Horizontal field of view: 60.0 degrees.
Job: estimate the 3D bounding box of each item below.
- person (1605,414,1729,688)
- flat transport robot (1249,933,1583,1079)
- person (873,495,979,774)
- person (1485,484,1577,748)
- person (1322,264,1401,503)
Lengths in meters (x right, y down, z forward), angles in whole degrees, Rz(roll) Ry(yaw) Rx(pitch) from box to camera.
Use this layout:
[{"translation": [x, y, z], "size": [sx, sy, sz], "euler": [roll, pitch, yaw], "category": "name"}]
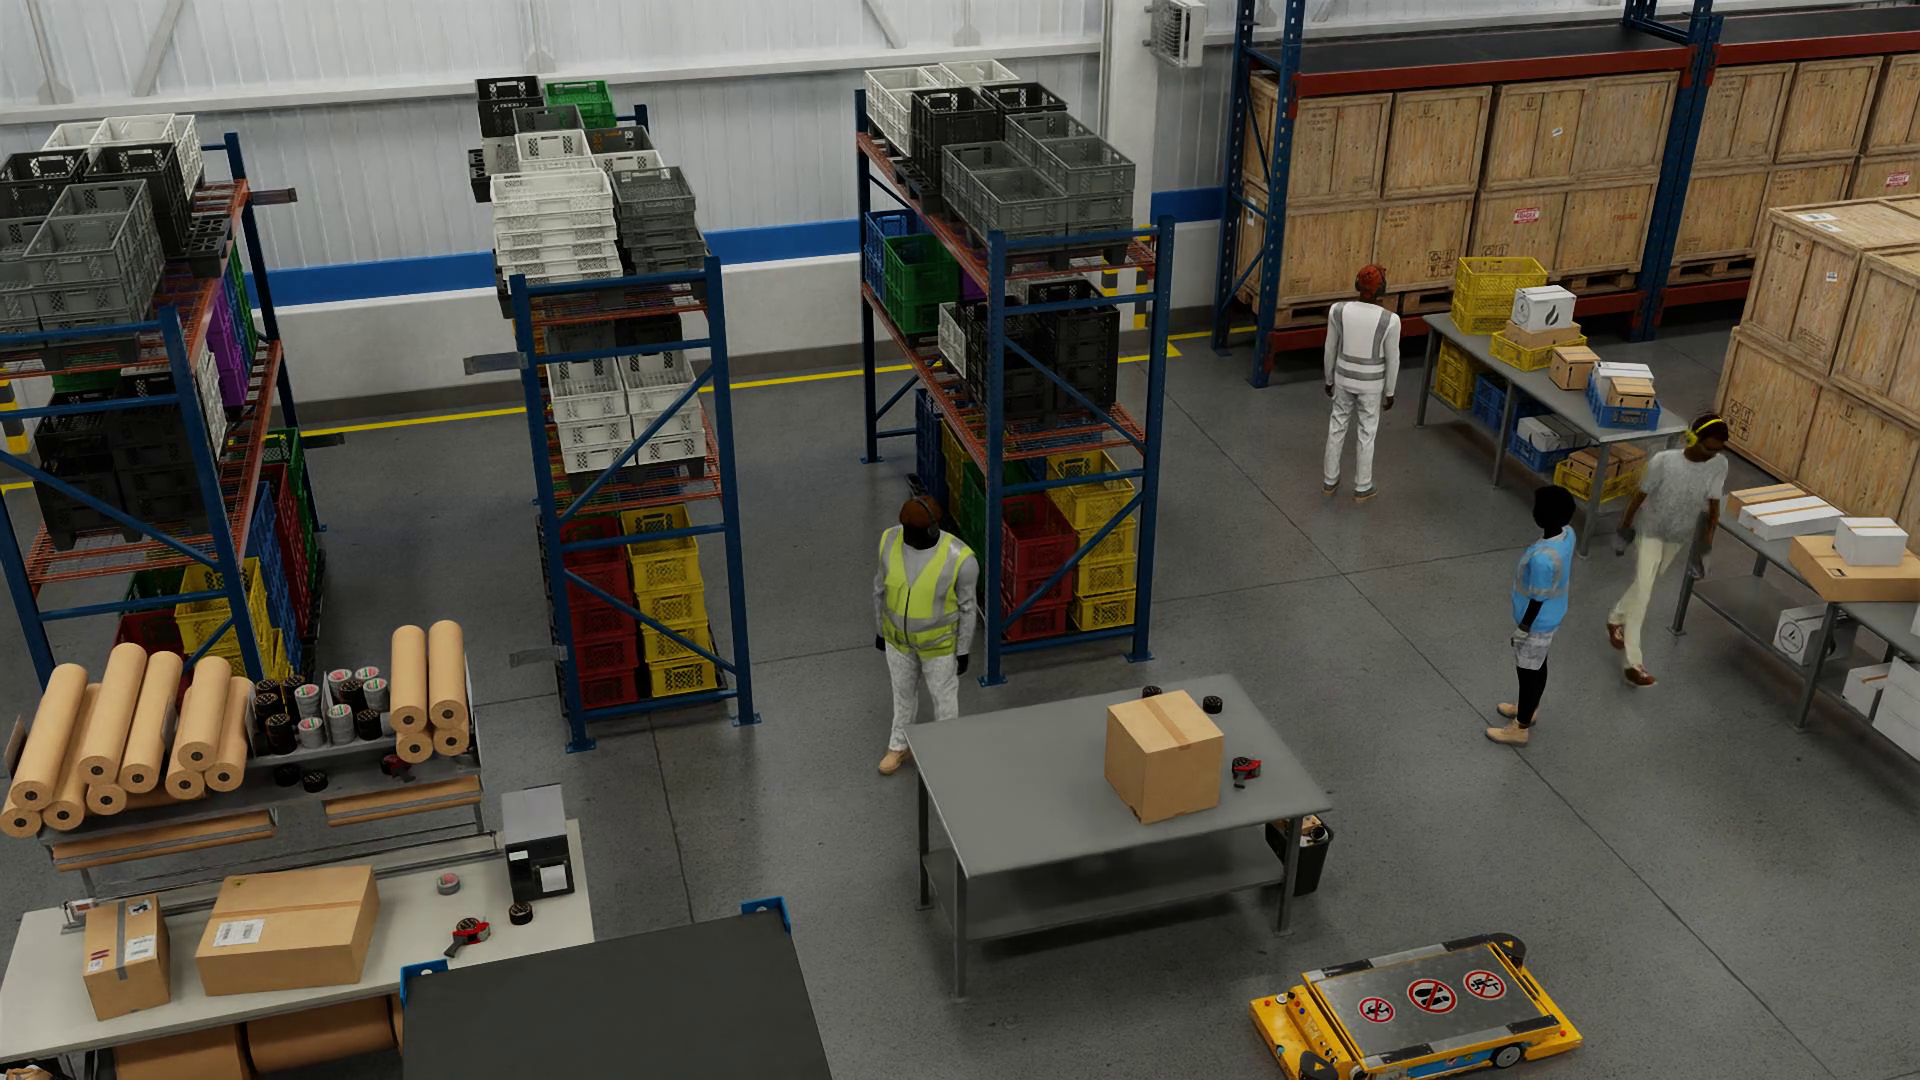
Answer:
[{"translation": [4.477, 0.025, 10.507], "size": [0.548, 1.802, 0.951], "euler": [-2, 29, -3], "category": "person"}, {"translation": [2.184, 2.282, 7.980], "size": [1.431, 0.197, 0.652], "euler": [-8, 30, -14], "category": "flat transport robot"}, {"translation": [-0.219, 0.566, 9.490], "size": [0.619, 1.838, 0.430], "euler": [12, 31, 20], "category": "person"}, {"translation": [3.413, 0.443, 9.856], "size": [0.318, 1.697, 0.533], "euler": [16, 33, 27], "category": "person"}, {"translation": [3.034, -1.187, 12.632], "size": [0.576, 1.882, 0.355], "euler": [17, 33, 27], "category": "person"}]
